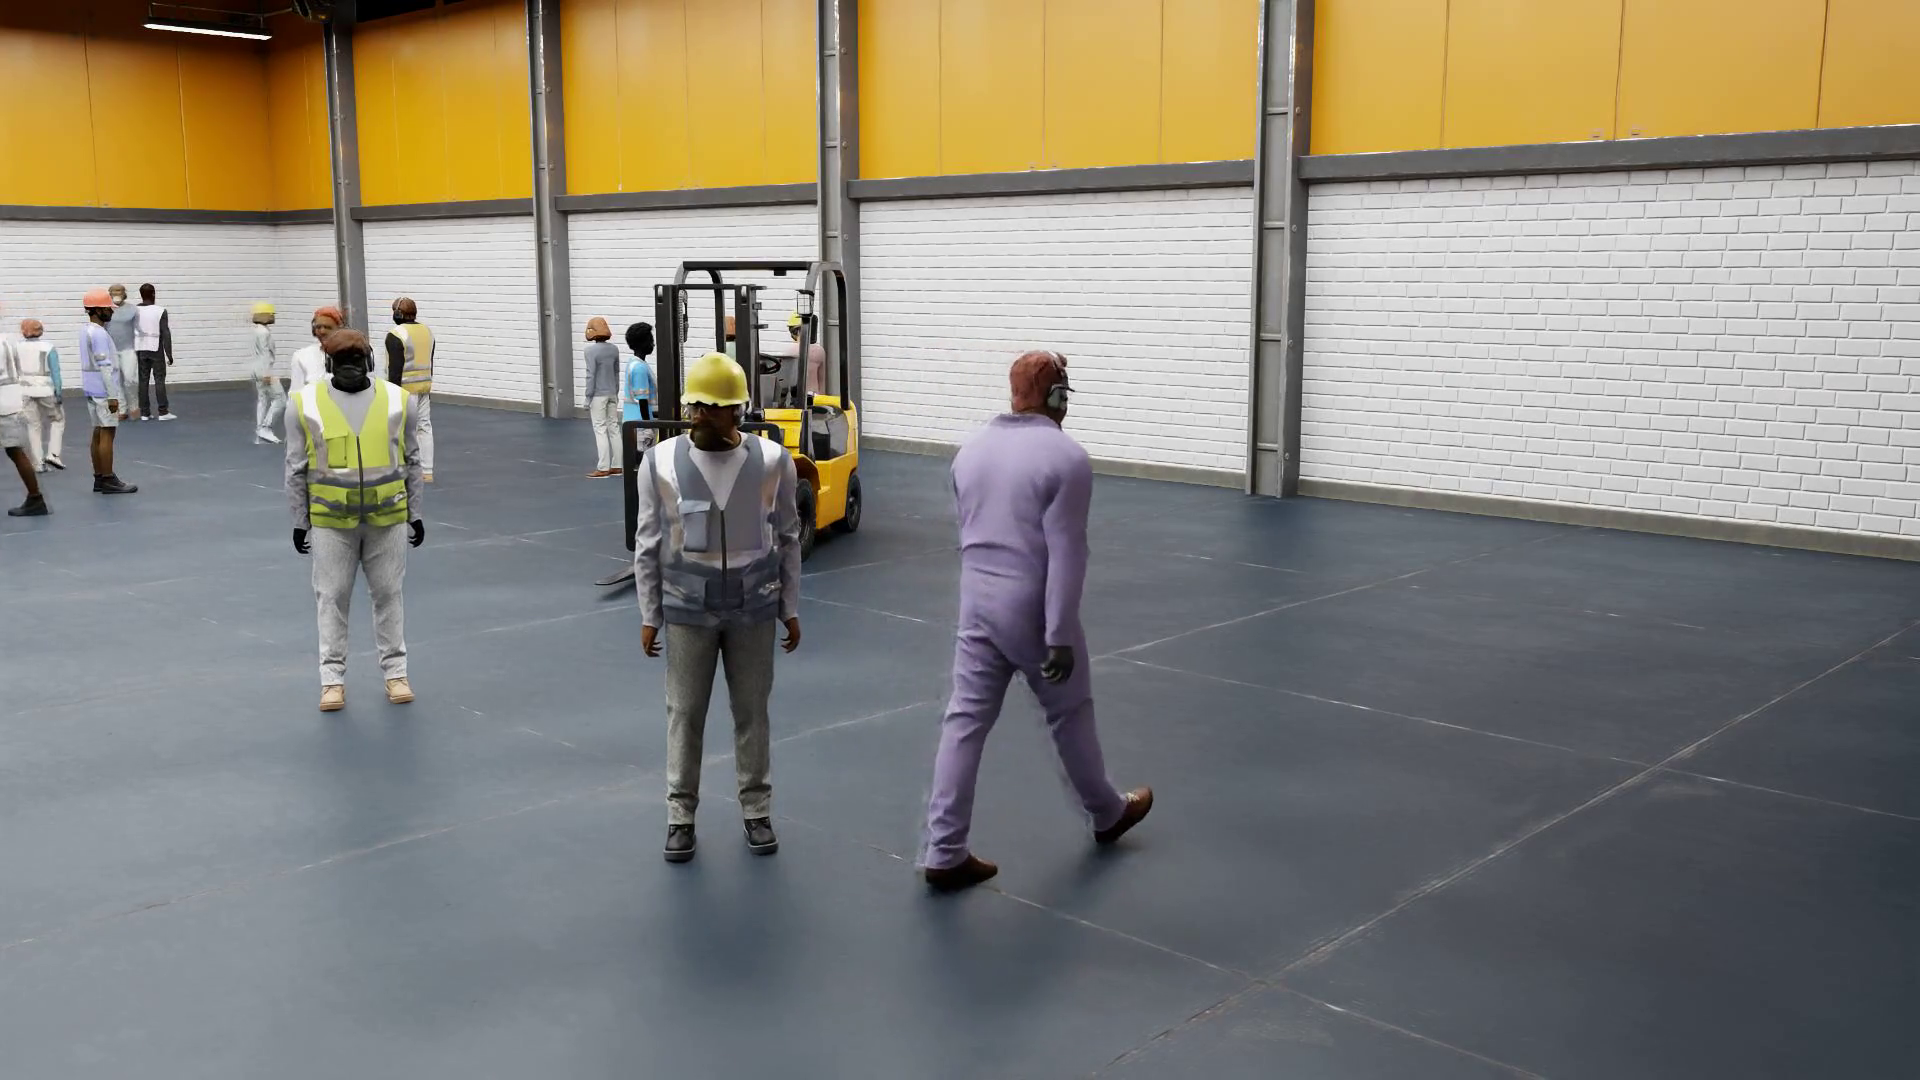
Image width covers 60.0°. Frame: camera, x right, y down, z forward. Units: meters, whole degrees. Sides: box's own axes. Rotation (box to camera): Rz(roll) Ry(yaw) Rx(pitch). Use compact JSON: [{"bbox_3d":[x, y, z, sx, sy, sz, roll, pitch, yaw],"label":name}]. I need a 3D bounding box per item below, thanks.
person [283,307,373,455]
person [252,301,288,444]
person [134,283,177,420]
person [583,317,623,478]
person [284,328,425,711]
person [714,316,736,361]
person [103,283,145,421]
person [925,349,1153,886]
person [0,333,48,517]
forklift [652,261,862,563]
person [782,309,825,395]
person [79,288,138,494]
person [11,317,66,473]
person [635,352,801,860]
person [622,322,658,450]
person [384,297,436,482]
[{"bbox_3d":[-4.586,-0.754,12.057,0.584,1.836,0.967,1,9,4],"label":"person"},{"bbox_3d":[-8.378,-2.018,20.120,0.413,1.722,0.518,-5,11,-29],"label":"person"},{"bbox_3d":[-11.358,-2.631,23.327,0.597,1.915,0.367,0,9,2],"label":"person"},{"bbox_3d":[-3.642,-1.445,16.916,0.266,1.631,0.507,5,10,27],"label":"person"},{"bbox_3d":[-2.913,-0.102,8.052,0.637,1.840,0.429,-4,10,-25],"label":"person"},{"bbox_3d":[-2.372,-1.494,17.216,0.285,1.634,0.499,6,11,31],"label":"person"},{"bbox_3d":[-11.700,-2.601,23.125,0.681,1.925,0.484,-1,9,-6],"label":"person"},{"bbox_3d":[0.254,0.255,5.857,0.652,1.836,1.059,9,13,43],"label":"person"},{"bbox_3d":[-8.244,-1.105,14.031,0.907,1.891,0.567,-5,11,-30],"label":"person"},{"bbox_3d":[-1.552,-1.040,12.721,1.214,2.155,2.313,2,9,11],"label":"forklift"},{"bbox_3d":[-1.416,-1.177,14.871,0.317,1.767,0.534,7,12,37],"label":"person"},{"bbox_3d":[-8.085,-1.402,15.723,0.354,1.939,0.545,-8,13,-42],"label":"person"},{"bbox_3d":[-9.602,-1.505,17.341,0.518,1.617,0.402,0,9,-2],"label":"person"},{"bbox_3d":[-0.860,0.241,5.982,0.596,1.827,0.403,-2,9,-12],"label":"person"},{"bbox_3d":[-2.560,-0.907,13.421,0.318,1.699,0.535,-3,10,-17],"label":"person"},{"bbox_3d":[-5.417,-1.452,16.329,0.429,1.844,0.623,3,10,18],"label":"person"}]
